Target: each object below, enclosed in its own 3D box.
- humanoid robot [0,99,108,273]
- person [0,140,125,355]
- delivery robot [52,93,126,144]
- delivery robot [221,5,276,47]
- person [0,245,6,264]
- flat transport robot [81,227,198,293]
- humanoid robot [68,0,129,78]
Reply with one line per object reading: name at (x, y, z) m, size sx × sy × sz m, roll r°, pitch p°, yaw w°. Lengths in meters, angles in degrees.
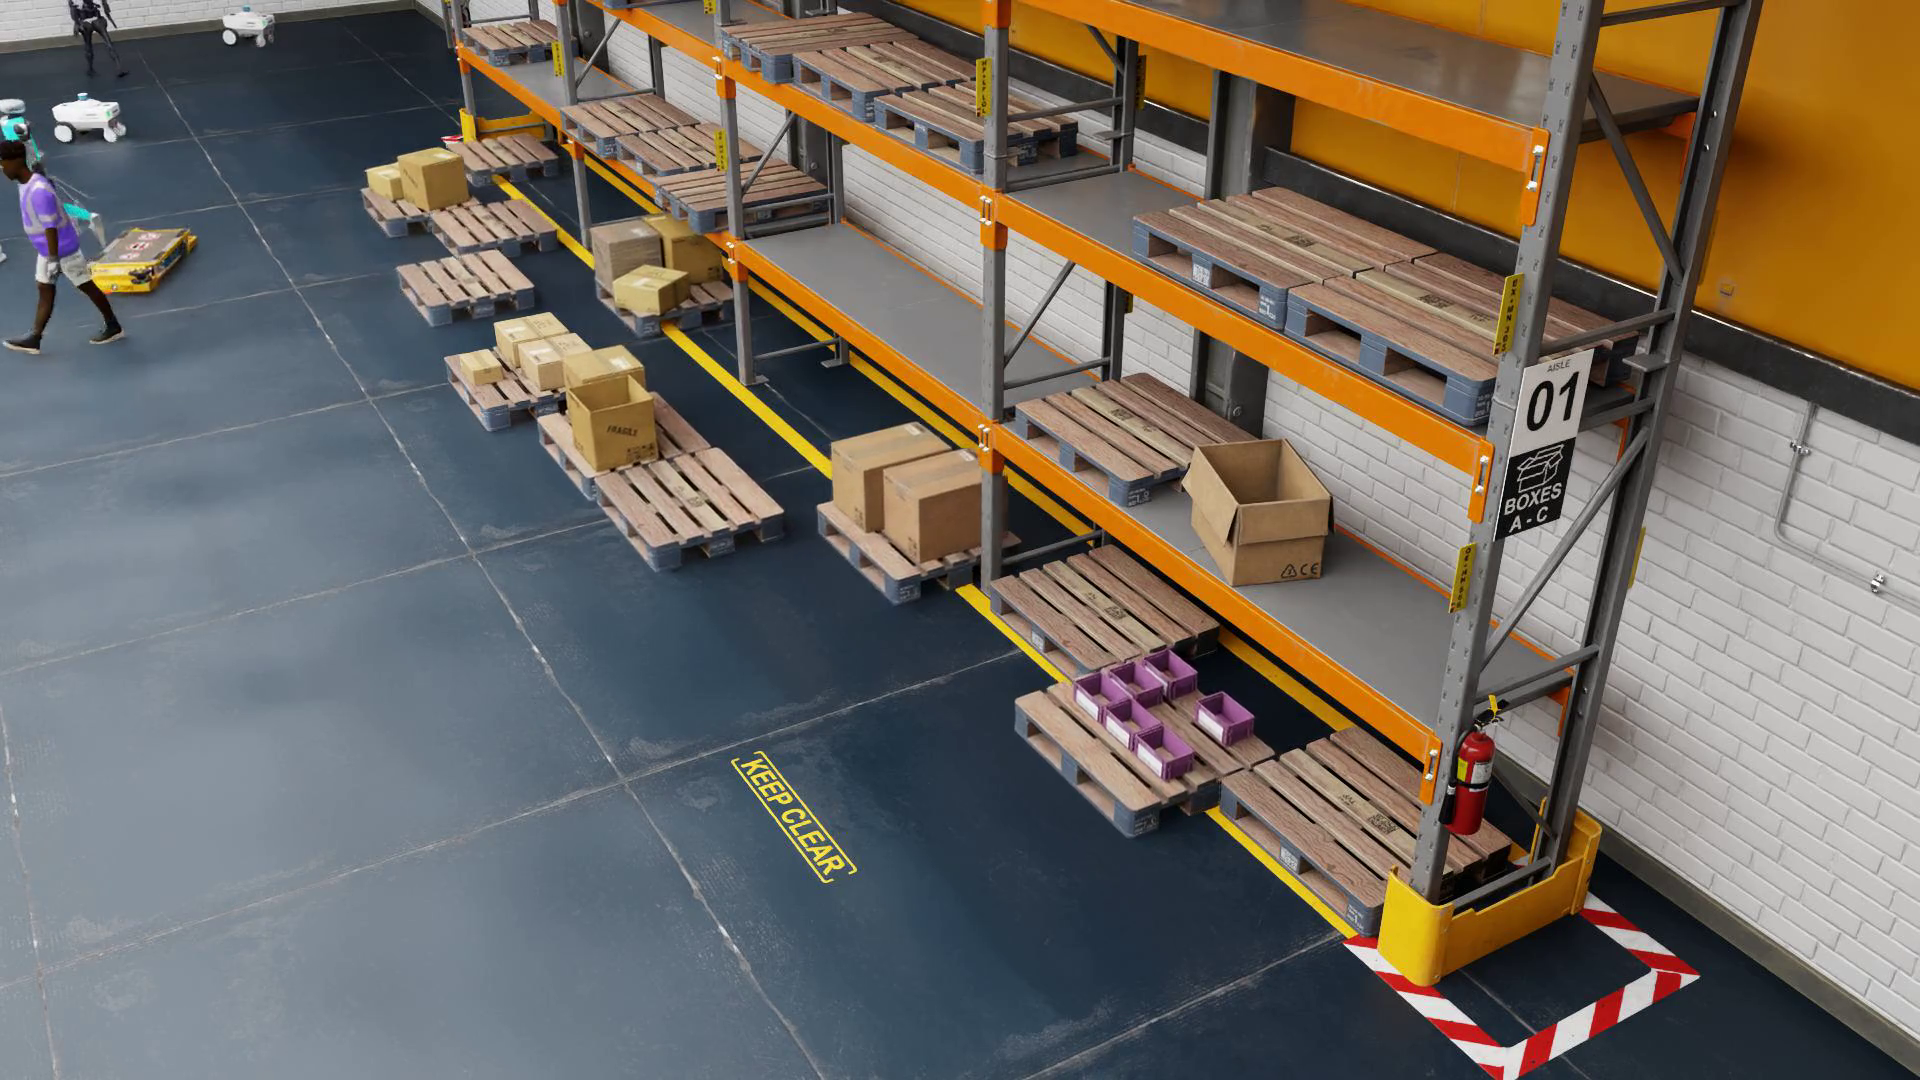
humanoid robot at (-8.782, -3.474, 16.310) m, size 0.981 × 1.780 × 0.542 m, roll -24°, pitch 37°, yaw -35°
person at (-7.958, -2.518, 14.407) m, size 1.030 × 1.896 × 0.620 m, roll -26°, pitch 39°, yaw -38°
delivery robot at (-10.777, -5.215, 20.534) m, size 0.768 × 0.581 × 0.499 m, roll -1°, pitch 30°, yaw -1°
delivery robot at (-10.675, -7.708, 24.942) m, size 0.759 × 0.588 × 0.522 m, roll 5°, pitch 30°, yaw 8°
person at (-9.870, -3.528, 16.404) m, size 0.465 × 1.706 × 0.367 m, roll -10°, pitch 31°, yaw -16°
flat transport robot at (-8.173, -2.799, 16.573) m, size 0.659 × 0.231 × 1.431 m, roll -2°, pitch 30°, yaw -4°
humanoid robot at (-11.975, -7.198, 22.951) m, size 0.778 × 1.620 × 0.610 m, roll 17°, pitch 34°, yaw 28°
